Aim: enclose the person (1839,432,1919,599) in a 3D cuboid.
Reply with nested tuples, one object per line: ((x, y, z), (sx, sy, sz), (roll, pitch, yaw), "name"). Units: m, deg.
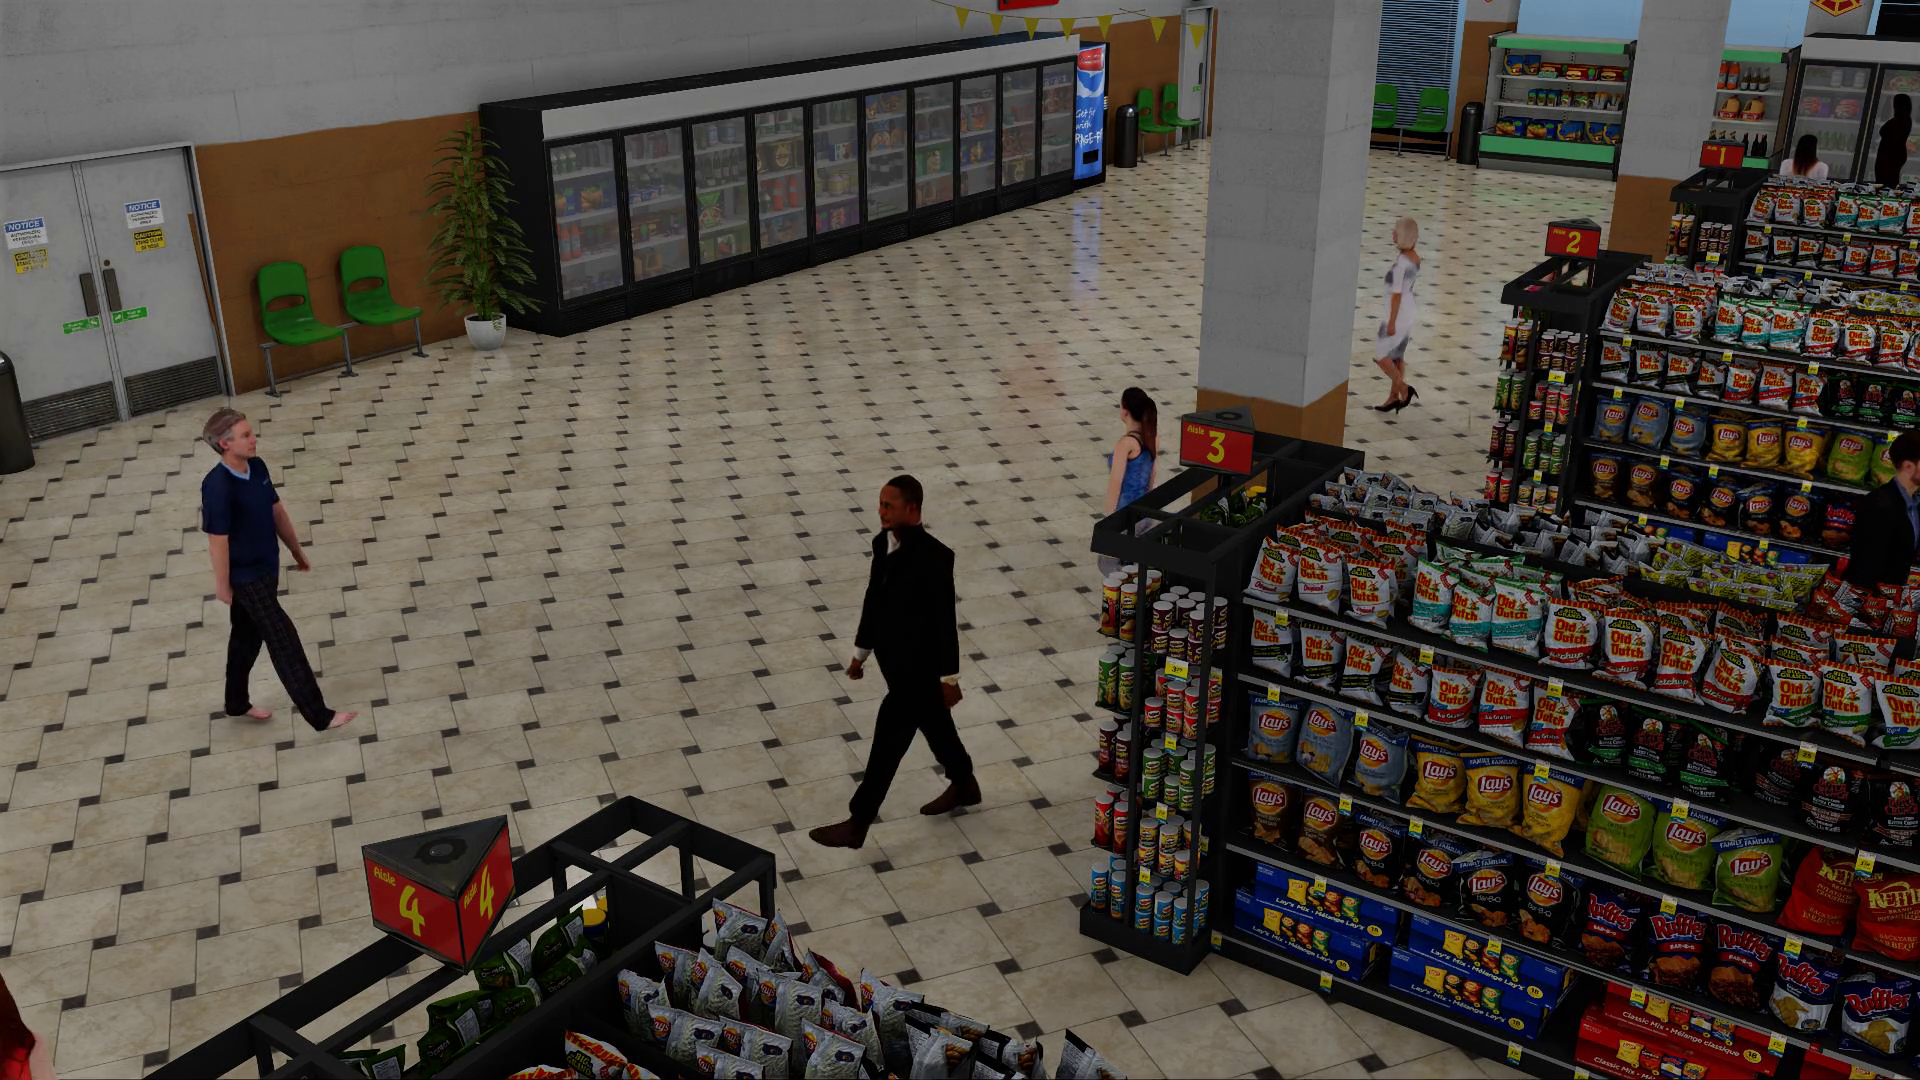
((4.669, 0.319, 8.730), (0.904, 1.858, 1.233), (-17, 28, -37), "person")

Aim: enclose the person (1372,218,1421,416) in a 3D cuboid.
((3.884, -1.912, 14.442), (0.641, 1.739, 0.588), (13, 25, 30), "person")

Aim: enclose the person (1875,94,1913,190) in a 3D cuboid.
((12.540, -5.105, 22.371), (0.591, 1.753, 0.657), (16, 27, 34), "person")

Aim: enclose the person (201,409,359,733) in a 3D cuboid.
((-3.946, 0.195, 9.069), (1.185, 1.836, 1.027), (1, 22, 3), "person")

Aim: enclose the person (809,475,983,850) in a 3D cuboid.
((-0.157, 0.584, 8.072), (1.135, 1.857, 1.300), (-13, 25, -29), "person")

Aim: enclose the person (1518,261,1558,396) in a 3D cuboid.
((5.232, -1.877, 14.981), (0.610, 1.274, 0.505), (-18, 28, -38), "person")

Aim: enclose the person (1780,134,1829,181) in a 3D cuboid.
((9.795, -3.897, 19.462), (0.569, 1.680, 0.751), (17, 28, 37), "person")

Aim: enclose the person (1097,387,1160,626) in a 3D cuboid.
((1.095, -0.127, 10.192), (0.754, 1.596, 0.615), (18, 28, 37), "person")
